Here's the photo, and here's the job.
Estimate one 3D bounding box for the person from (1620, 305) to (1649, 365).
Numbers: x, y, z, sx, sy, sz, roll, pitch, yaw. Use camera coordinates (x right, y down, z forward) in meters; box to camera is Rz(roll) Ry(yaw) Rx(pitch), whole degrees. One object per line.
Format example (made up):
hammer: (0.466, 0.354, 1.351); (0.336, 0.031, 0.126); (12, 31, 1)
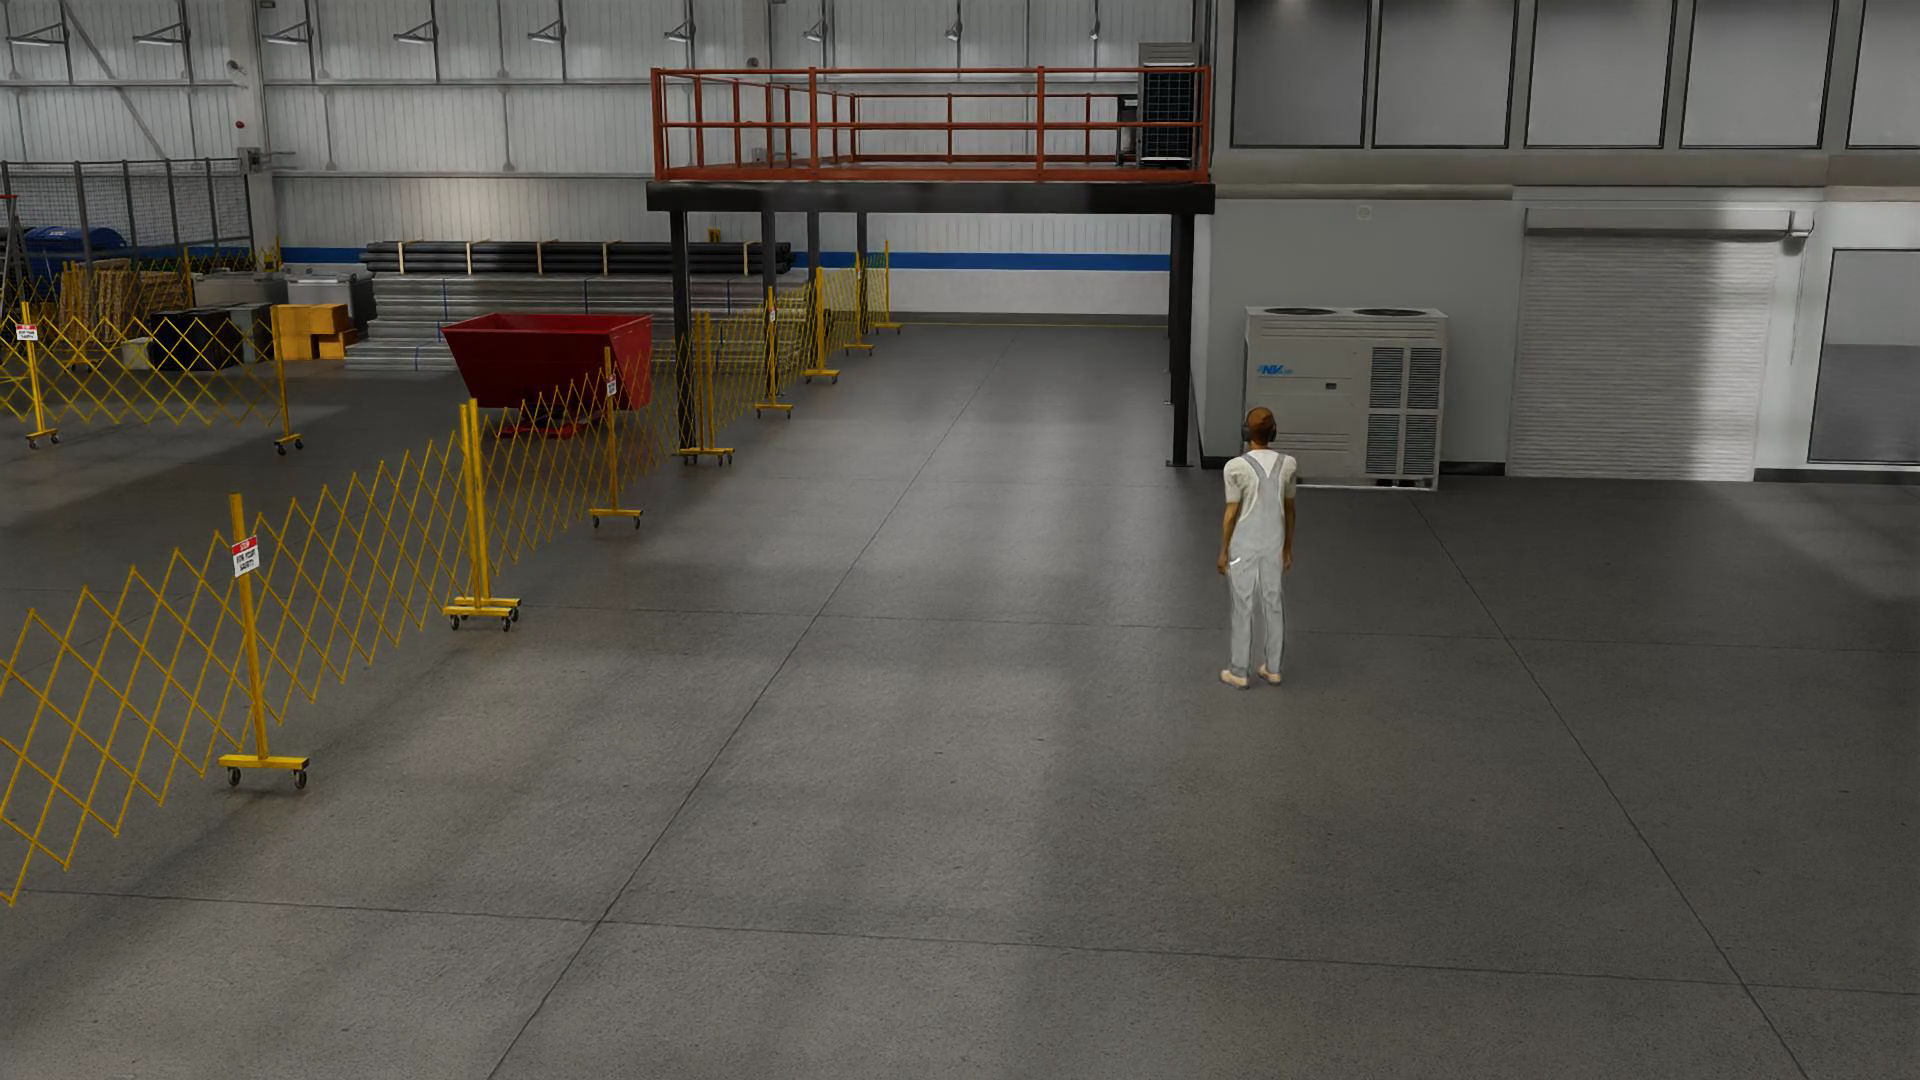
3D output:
person: (9.823, -3.236, 24.178); (0.796, 1.847, 0.517); (13, 19, 42)

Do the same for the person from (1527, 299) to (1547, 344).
person: (6.665, -2.102, 19.399); (0.410, 1.905, 0.641); (1, 14, 6)

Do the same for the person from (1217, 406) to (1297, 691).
person: (1.908, 0.057, 10.714); (0.513, 1.844, 0.328); (-4, 14, -16)
